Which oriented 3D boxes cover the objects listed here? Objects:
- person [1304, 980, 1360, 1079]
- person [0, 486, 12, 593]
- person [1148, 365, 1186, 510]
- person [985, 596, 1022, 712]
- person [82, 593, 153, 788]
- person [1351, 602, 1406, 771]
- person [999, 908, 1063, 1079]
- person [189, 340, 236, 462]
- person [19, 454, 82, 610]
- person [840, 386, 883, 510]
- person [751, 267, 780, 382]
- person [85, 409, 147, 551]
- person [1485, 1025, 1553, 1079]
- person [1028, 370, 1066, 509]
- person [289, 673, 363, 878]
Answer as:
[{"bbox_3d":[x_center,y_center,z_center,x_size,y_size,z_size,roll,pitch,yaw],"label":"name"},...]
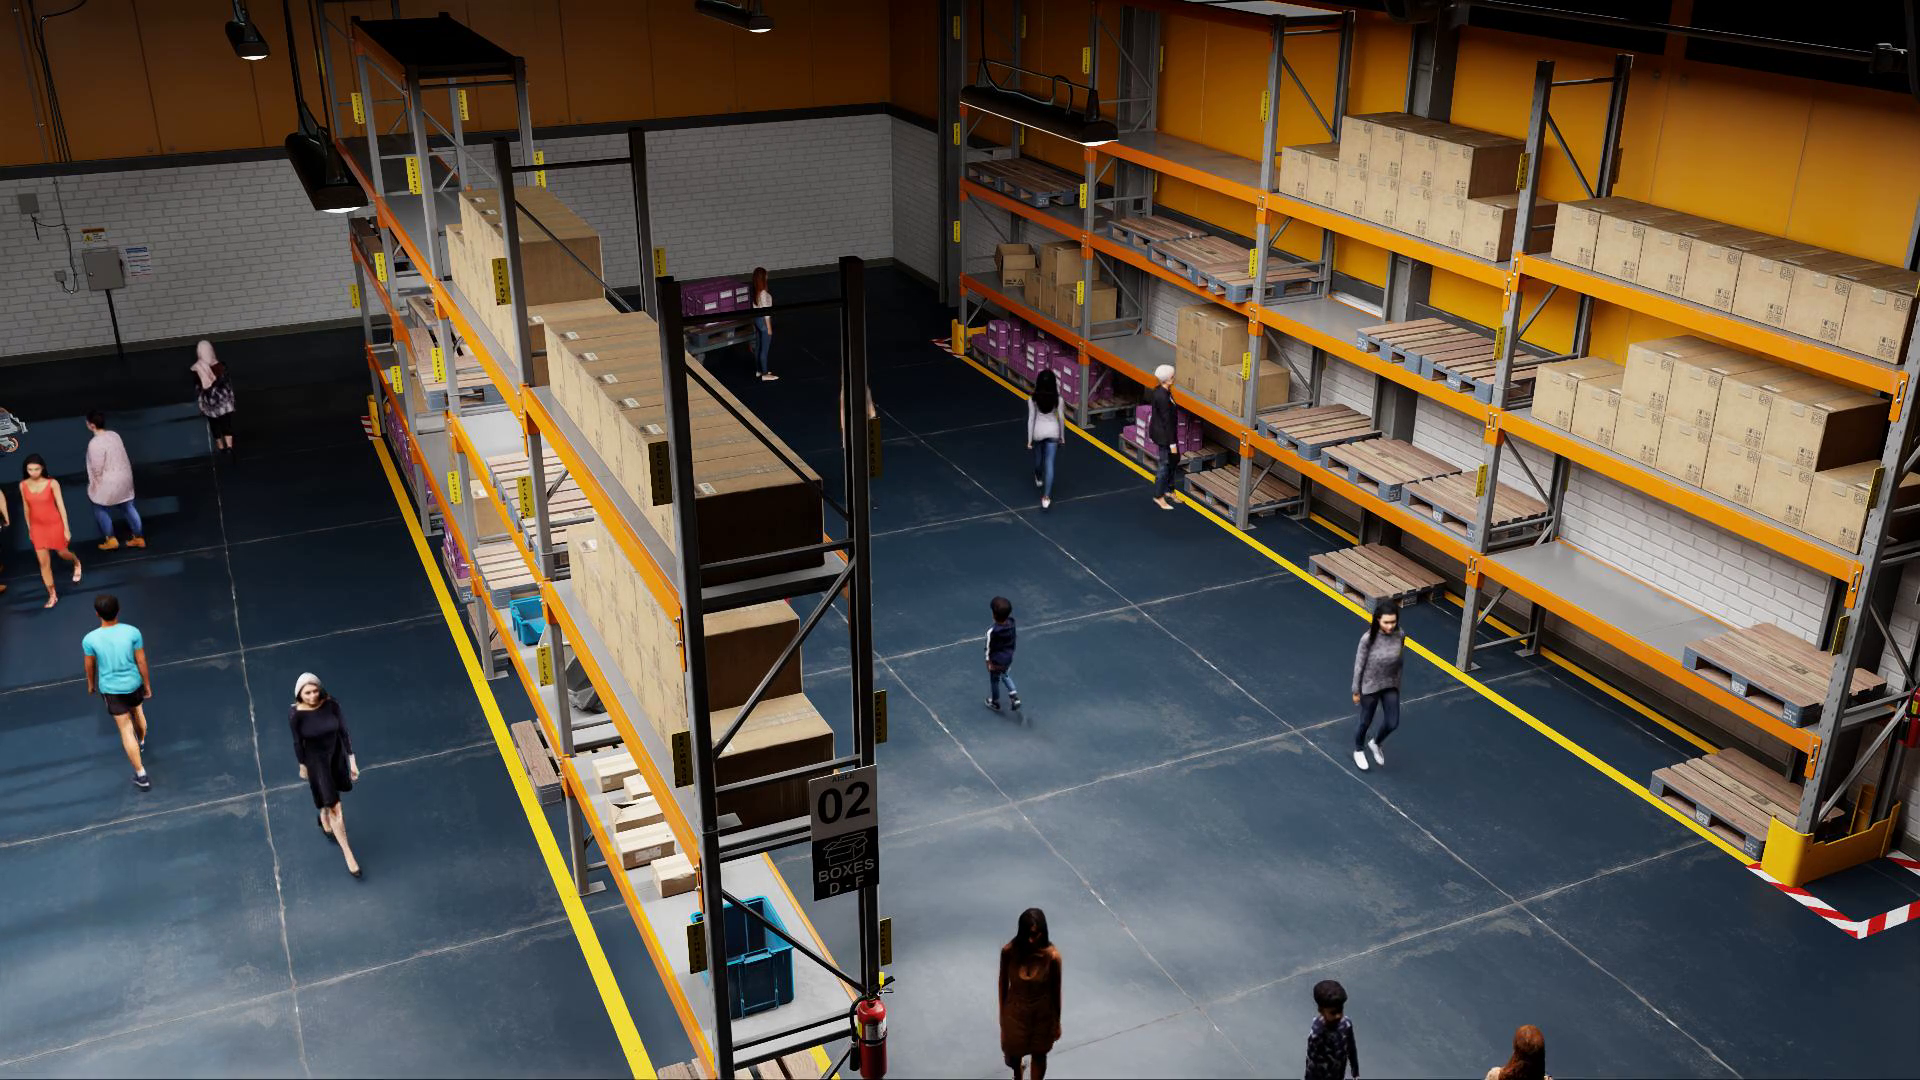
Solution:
[{"bbox_3d":[2.341,3.348,10.708,0.547,1.229,0.851,-13,27,-28],"label":"person"},{"bbox_3d":[-10.787,-0.212,18.303,0.800,1.668,1.102,-4,24,-10],"label":"person"},{"bbox_3d":[2.347,-1.208,19.219,0.879,1.773,0.873,5,24,10],"label":"person"},{"bbox_3d":[0.423,1.109,15.844,0.599,1.217,0.706,-17,29,-34],"label":"person"},{"bbox_3d":[-7.349,1.359,14.632,0.783,1.731,1.169,-16,28,-33],"label":"person"},{"bbox_3d":[3.707,1.274,14.864,0.724,1.699,0.762,-3,24,-6],"label":"person"},{"bbox_3d":[0.466,3.047,10.834,0.741,1.679,0.812,3,24,6],"label":"person"},{"bbox_3d":[-9.867,-1.823,22.062,0.695,1.609,1.062,-12,27,-26],"label":"person"},{"bbox_3d":[-9.901,-0.150,18.139,0.808,1.685,1.147,-3,24,-7],"label":"person"},{"bbox_3d":[-1.312,-1.308,20.600,0.931,1.836,0.883,14,27,29],"label":"person"},{"bbox_3d":[-3.010,-3.299,25.289,0.642,1.729,0.456,-12,26,-26],"label":"person"},{"bbox_3d":[-9.776,-0.683,19.307,0.908,1.727,0.845,8,25,17],"label":"person"},{"bbox_3d":[3.195,3.589,9.690,0.906,1.602,1.045,2,24,3],"label":"person"},{"bbox_3d":[1.068,-1.215,20.589,1.035,1.675,1.259,2,24,5],"label":"person"},{"bbox_3d":[-5.197,1.837,13.591,0.804,1.688,1.240,-19,30,-36],"label":"person"}]
